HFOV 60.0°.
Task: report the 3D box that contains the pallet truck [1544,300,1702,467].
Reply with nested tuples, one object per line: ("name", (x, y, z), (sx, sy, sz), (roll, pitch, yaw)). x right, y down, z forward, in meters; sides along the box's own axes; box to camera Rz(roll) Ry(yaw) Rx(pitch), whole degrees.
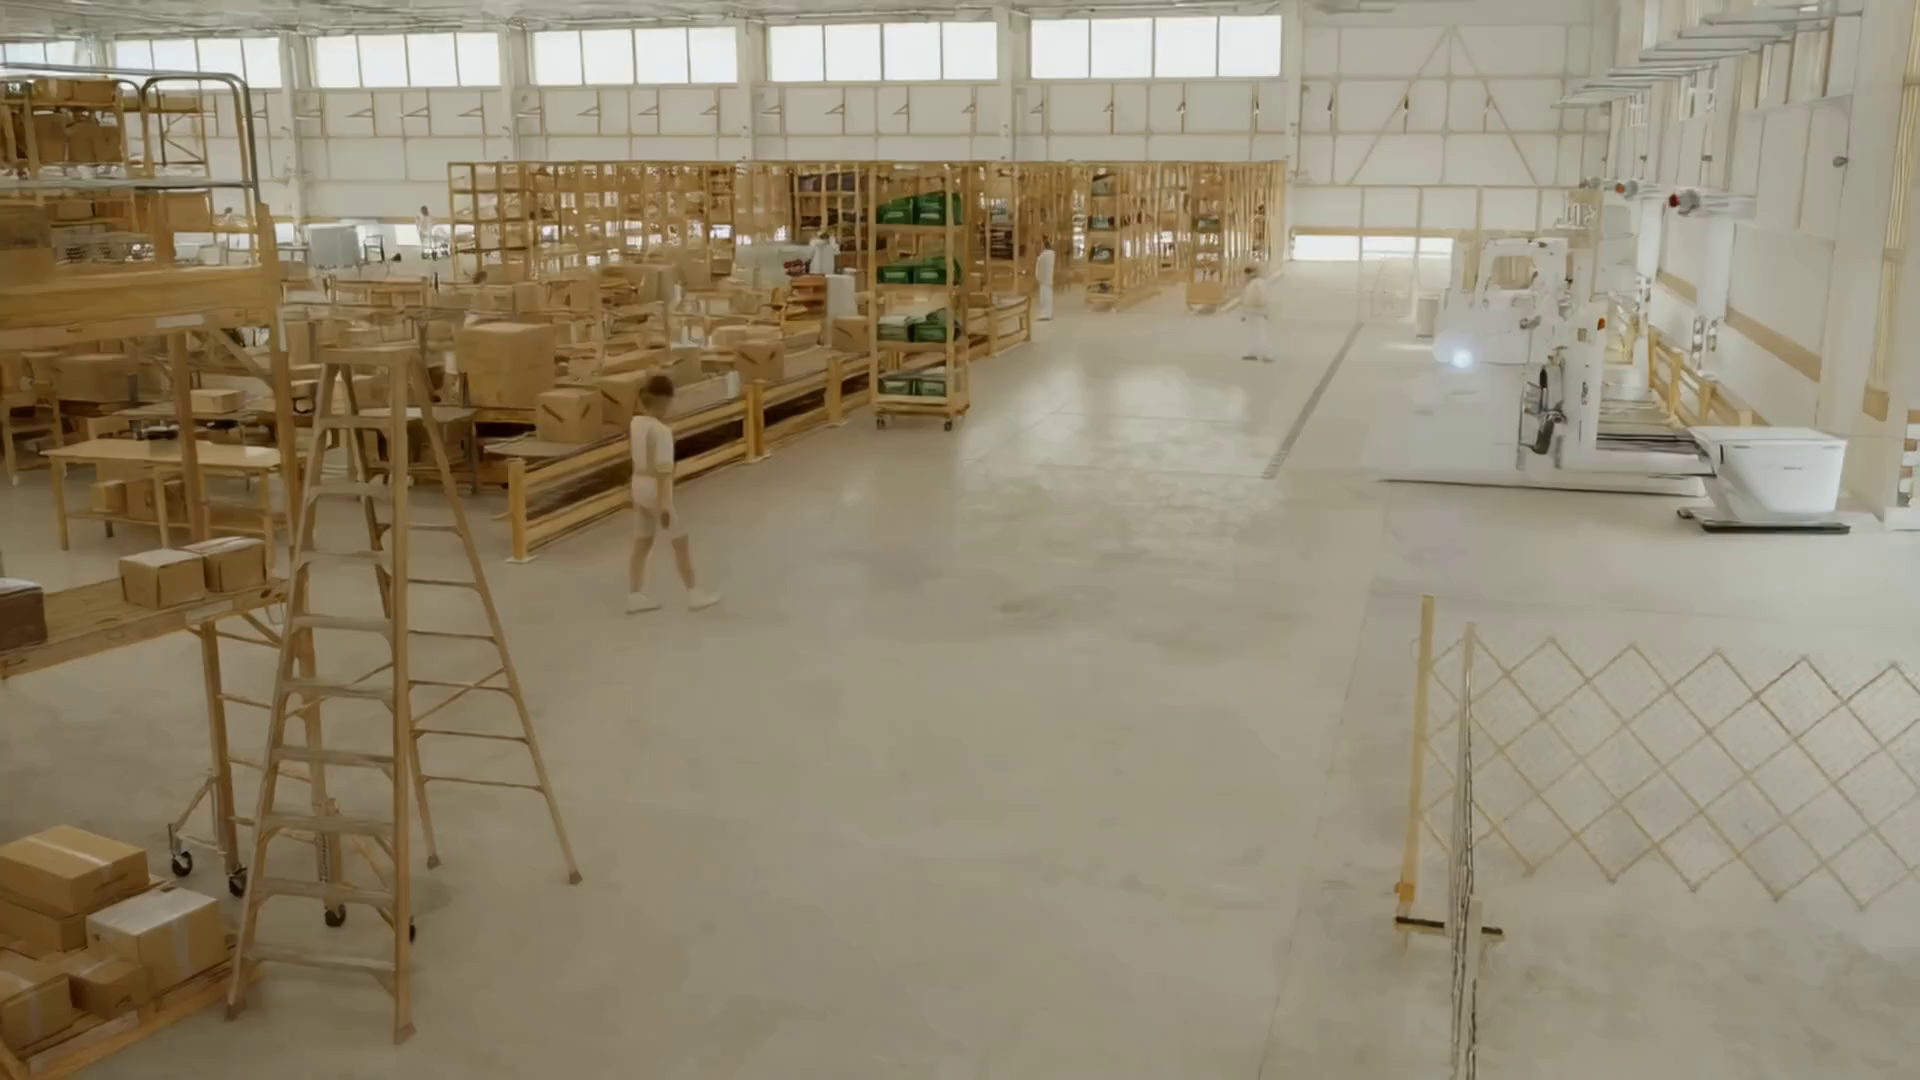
("pallet truck", (8.263, -1.952, 20.631), (1.885, 1.965, 0.823), (5, 14, 20))

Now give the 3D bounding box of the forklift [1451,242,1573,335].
("forklift", (10.464, -4.597, 31.405), (2.680, 1.987, 1.157), (4, 14, 16))

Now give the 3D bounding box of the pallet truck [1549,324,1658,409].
("pallet truck", (9.824, -2.669, 25.407), (1.601, 1.201, 0.680), (4, 14, 16))

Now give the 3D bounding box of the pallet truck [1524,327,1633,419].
("pallet truck", (9.065, -2.460, 24.370), (1.522, 1.261, 0.704), (3, 13, 14))

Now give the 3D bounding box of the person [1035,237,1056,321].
("person", (1.938, -6.010, 38.356), (0.407, 1.910, 0.640), (7, 15, 27))

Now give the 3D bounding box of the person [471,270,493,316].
("person", (-8.520, -3.978, 29.898), (0.440, 1.752, 0.547), (-3, 13, -14))

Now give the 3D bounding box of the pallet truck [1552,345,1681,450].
("pallet truck", (8.641, -1.896, 21.908), (1.630, 1.274, 0.653), (4, 14, 16))

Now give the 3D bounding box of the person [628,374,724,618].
("person", (-2.399, -0.369, 13.768), (0.880, 2.007, 0.631), (-11, 17, -39))

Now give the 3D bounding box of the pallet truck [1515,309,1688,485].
("pallet truck", (7.554, -1.677, 19.446), (1.885, 1.965, 0.823), (3, 13, 14))

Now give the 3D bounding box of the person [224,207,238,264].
("person", (-25.622, -10.708, 58.493), (0.413, 1.985, 0.610), (2, 13, 10))

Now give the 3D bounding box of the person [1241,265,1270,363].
("person", (5.466, -4.166, 30.696), (0.406, 1.787, 0.765), (-6, 15, -26))

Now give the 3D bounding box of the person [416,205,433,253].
("person", (-20.975, -12.182, 65.171), (0.621, 1.840, 0.430), (-9, 16, -33))

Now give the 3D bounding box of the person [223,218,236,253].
("person", (-27.687, -11.681, 63.234), (0.365, 1.726, 0.580), (8, 15, 31))

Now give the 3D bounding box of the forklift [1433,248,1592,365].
("forklift", (9.780, -4.111, 29.280), (2.680, 1.987, 1.157), (3, 13, 14))
